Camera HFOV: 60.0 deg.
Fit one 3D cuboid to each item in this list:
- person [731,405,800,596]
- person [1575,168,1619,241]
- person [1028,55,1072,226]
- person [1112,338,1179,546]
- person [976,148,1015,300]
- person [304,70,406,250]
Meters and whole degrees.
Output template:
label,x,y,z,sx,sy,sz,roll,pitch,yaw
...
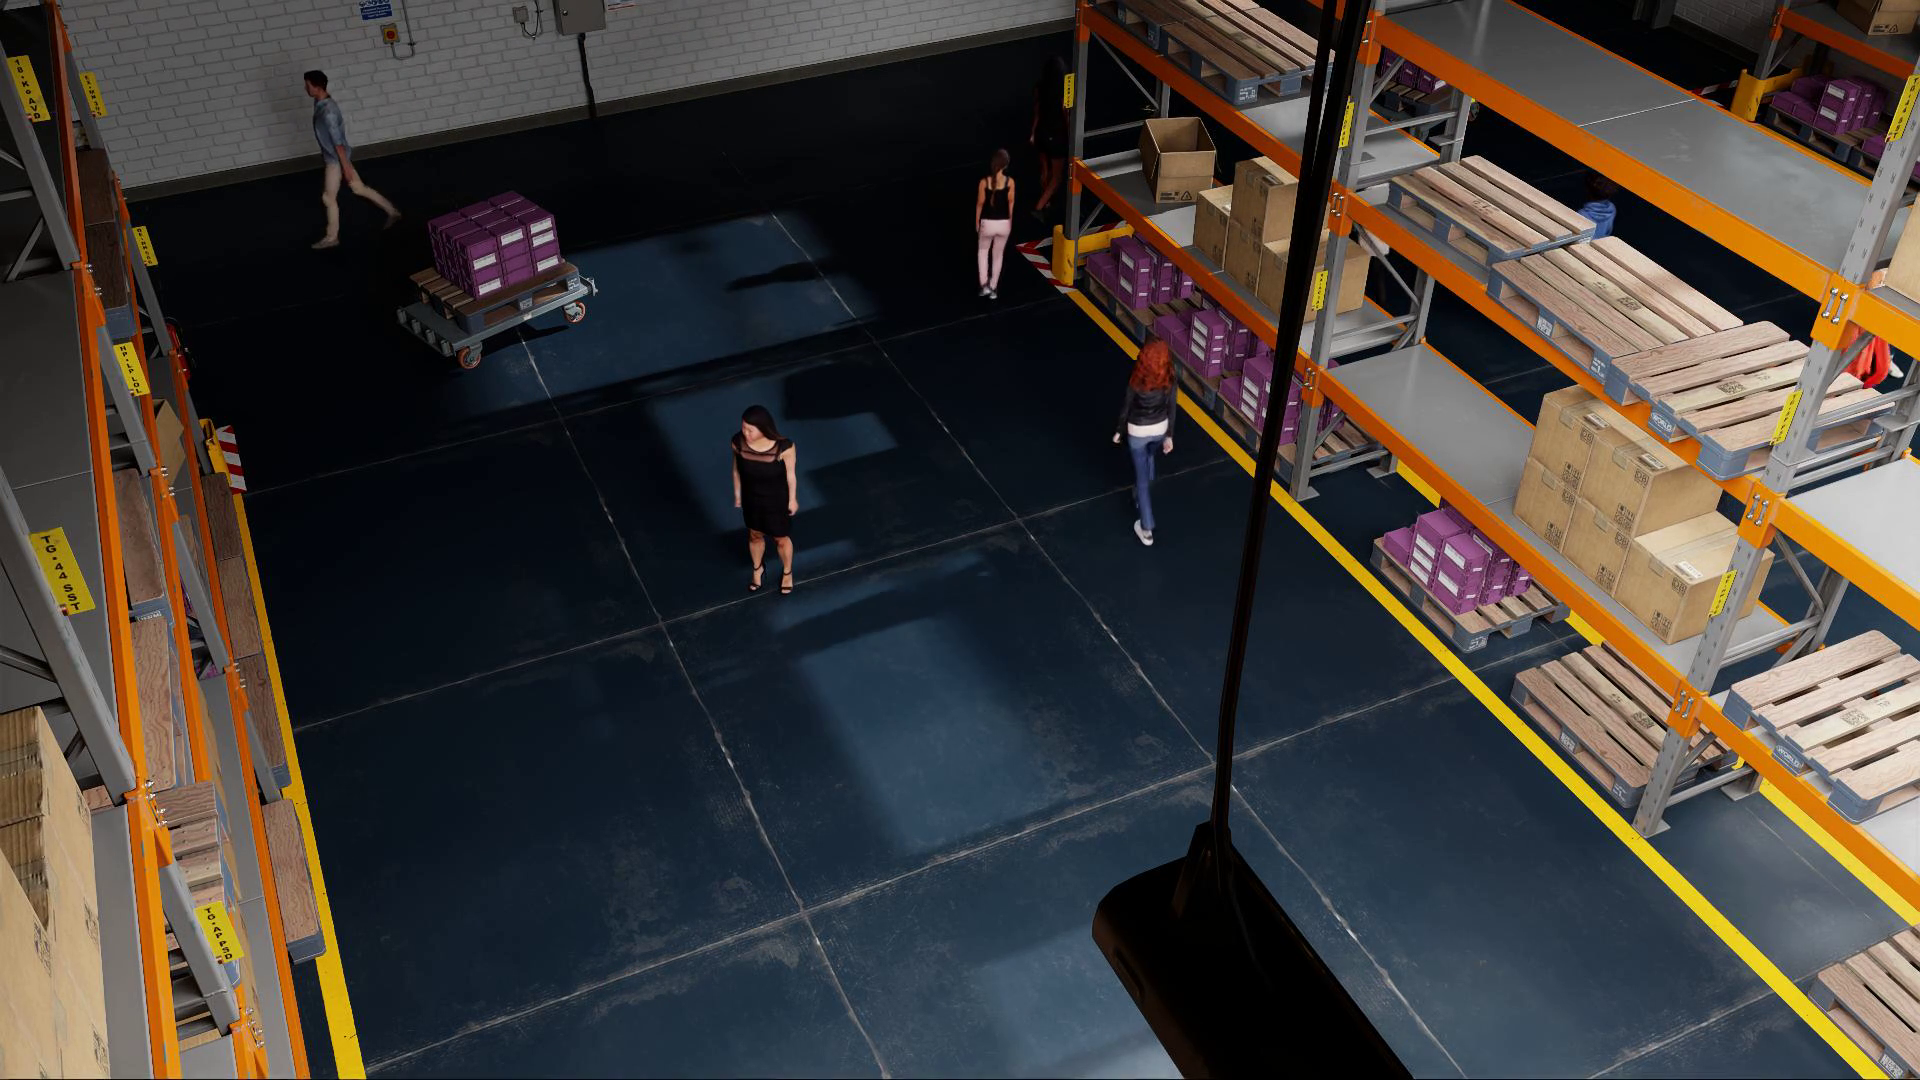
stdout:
label,x,y,z,sx,sy,sz,roll,pitch,yaw
person,-1.429,-0.294,12.276,0.762,1.715,0.802,8,39,10
person,5.582,-2.499,14.963,0.675,1.809,0.545,-18,42,-21
person,0.892,-4.049,16.969,0.964,1.727,0.911,29,47,31
person,1.462,-0.718,12.766,0.640,1.766,0.912,-12,40,-15
person,0.340,-2.941,15.726,0.642,1.546,0.756,-4,39,-5
person,-6.107,-3.806,16.592,0.728,1.817,1.141,-15,41,-17
